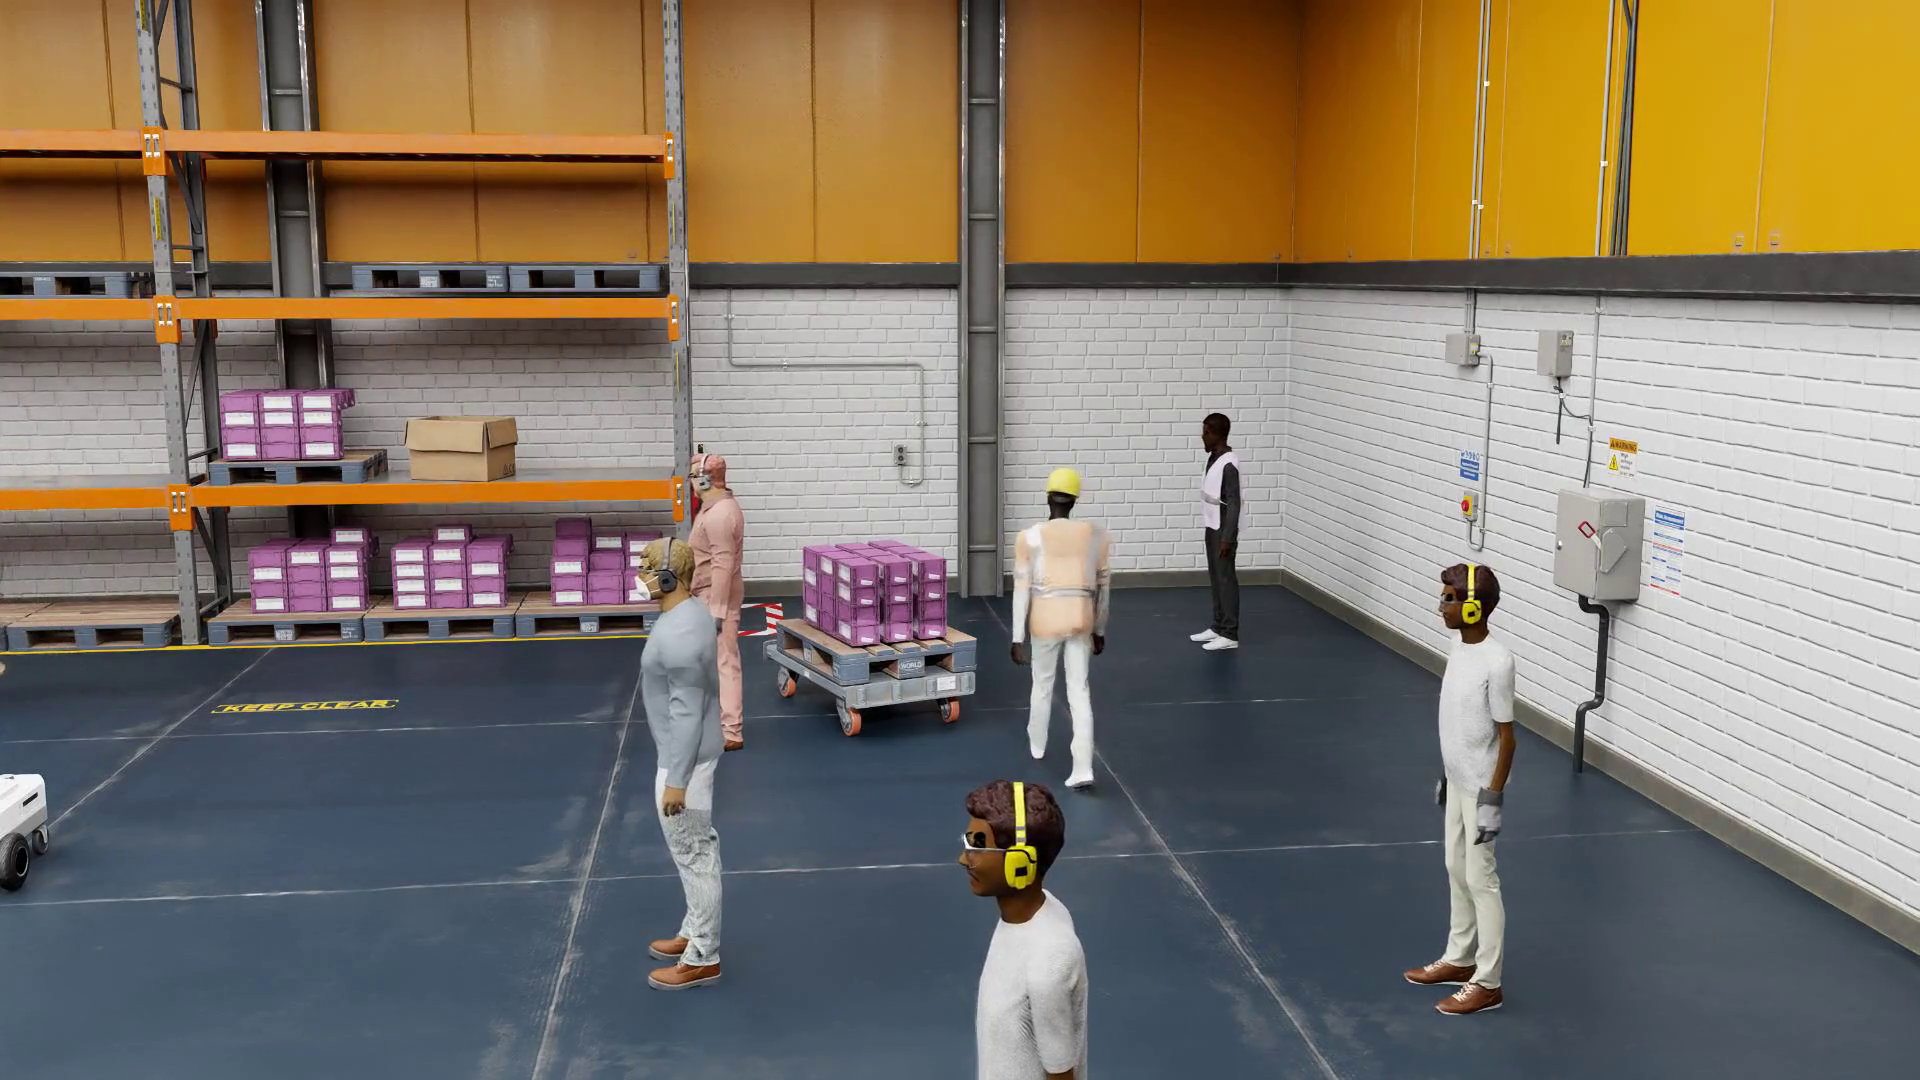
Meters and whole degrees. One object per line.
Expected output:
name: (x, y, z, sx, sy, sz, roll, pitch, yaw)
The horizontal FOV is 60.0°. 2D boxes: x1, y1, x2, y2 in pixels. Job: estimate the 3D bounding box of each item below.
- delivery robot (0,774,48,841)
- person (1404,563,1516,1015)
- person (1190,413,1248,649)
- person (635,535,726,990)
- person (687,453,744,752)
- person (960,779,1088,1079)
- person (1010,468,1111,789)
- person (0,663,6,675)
delivery robot: (-4.899, 1.377, 8.361, 0.477, 0.478, 0.707, -1, 9, -7)
person: (2.084, 1.016, 6.833, 0.322, 1.865, 0.514, -1, 9, -5)
person: (2.119, -0.073, 13.465, 0.391, 1.916, 0.590, -1, 9, -5)
person: (-1.184, 0.939, 7.082, 0.371, 1.939, 0.629, -1, 9, -5)
person: (-1.568, 0.396, 10.580, 0.399, 1.905, 0.643, -1, 9, -5)
person: (0.147, 1.474, 3.954, 0.327, 1.871, 0.514, -1, 9, -5)
person: (0.599, 0.520, 9.955, 0.635, 1.871, 1.027, -1, 9, -7)
person: (-6.860, 0.229, 11.192, 0.703, 2.000, 0.671, 7, 11, 36)
